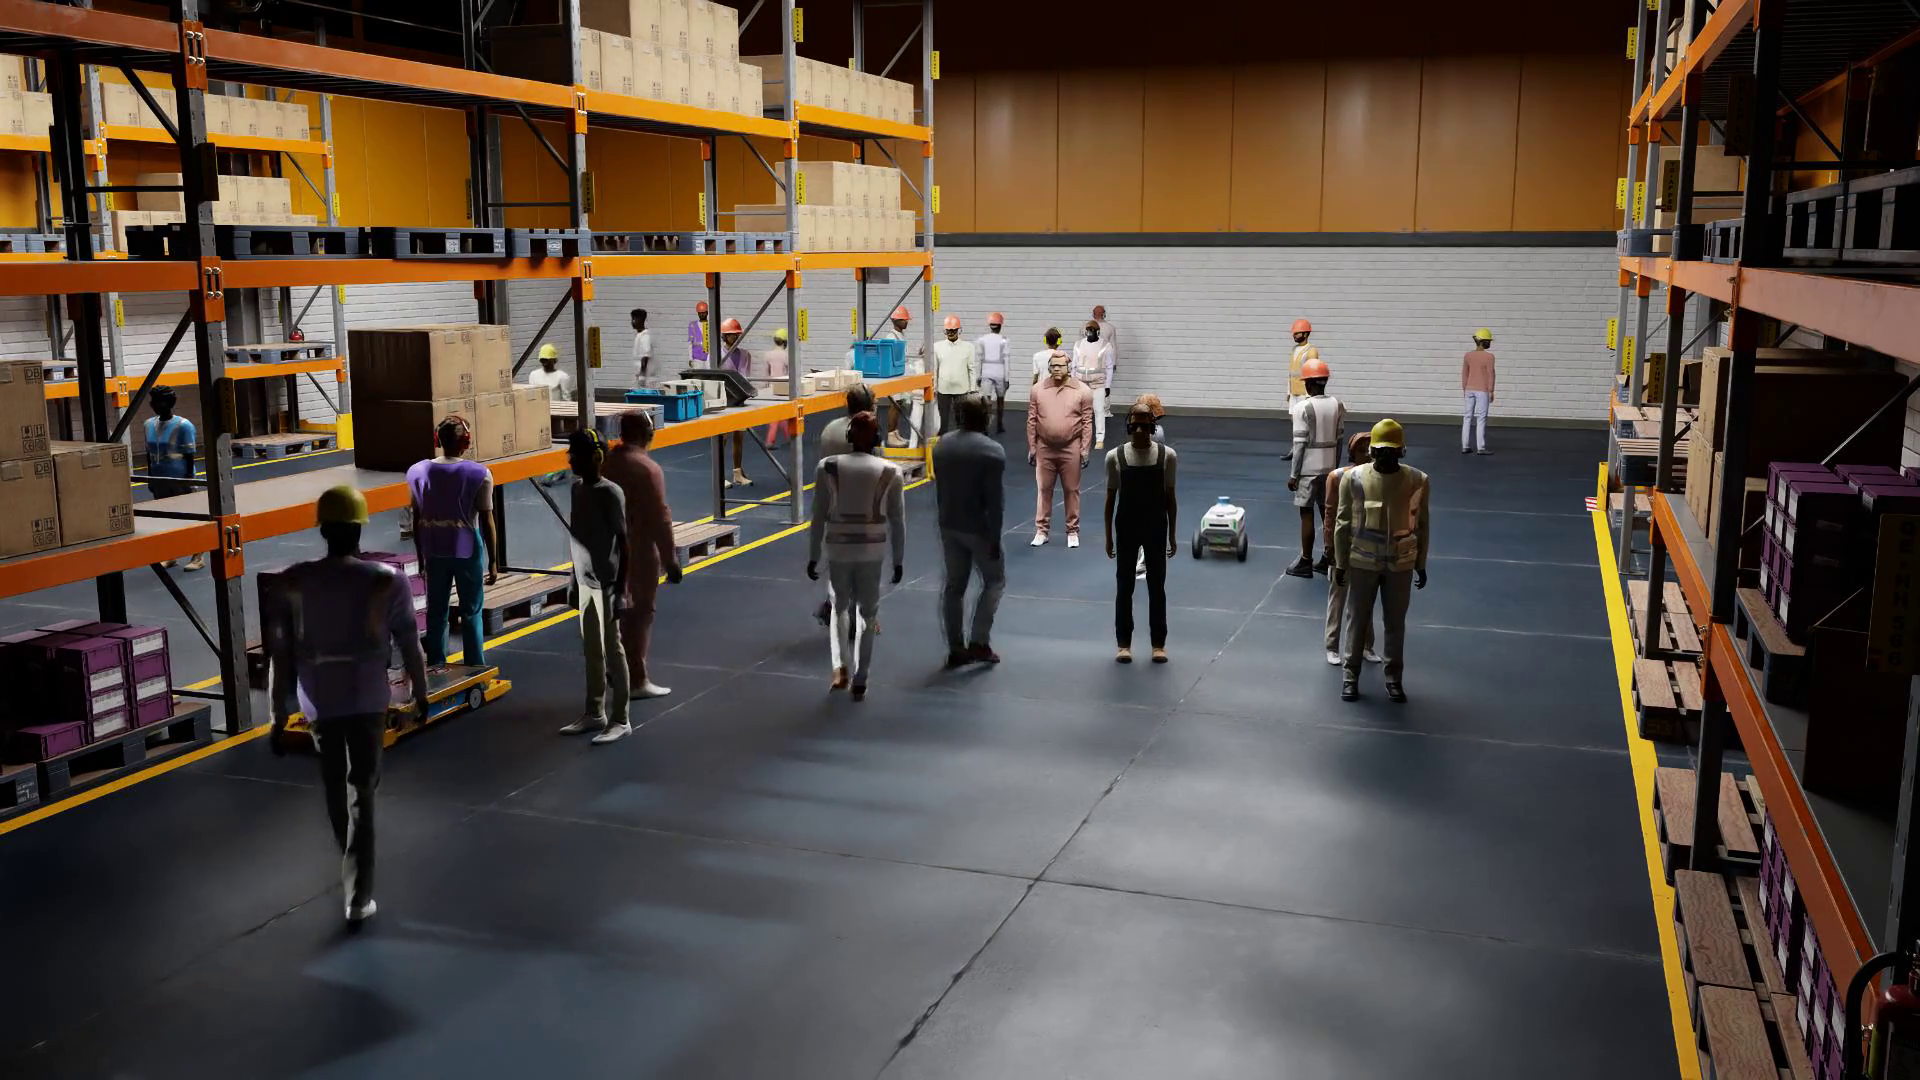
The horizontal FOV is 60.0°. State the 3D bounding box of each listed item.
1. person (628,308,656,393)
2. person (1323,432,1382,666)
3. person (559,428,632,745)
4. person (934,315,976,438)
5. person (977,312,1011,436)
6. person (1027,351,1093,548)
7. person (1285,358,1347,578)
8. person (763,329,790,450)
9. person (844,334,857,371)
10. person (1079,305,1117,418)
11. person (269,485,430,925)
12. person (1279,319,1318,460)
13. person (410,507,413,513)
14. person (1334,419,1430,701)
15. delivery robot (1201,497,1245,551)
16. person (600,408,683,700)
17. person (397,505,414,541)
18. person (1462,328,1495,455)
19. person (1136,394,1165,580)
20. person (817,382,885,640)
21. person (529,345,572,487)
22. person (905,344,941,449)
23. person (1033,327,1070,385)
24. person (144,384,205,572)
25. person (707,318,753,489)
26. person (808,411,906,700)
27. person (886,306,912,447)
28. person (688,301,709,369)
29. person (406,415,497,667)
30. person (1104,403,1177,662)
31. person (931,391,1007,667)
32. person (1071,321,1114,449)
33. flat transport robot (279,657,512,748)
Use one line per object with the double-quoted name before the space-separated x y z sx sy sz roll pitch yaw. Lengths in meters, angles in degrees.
"person" -4.951 -2.587 25.623 0.506 1.951 0.634 -4 11 -20
"person" 2.779 0.056 11.635 0.511 1.640 0.308 -2 10 -11
"person" -2.142 0.268 9.788 0.520 1.873 0.335 10 14 43
"person" -0.099 -2.008 22.258 0.625 1.992 0.387 0 10 1
"person" 0.505 -2.542 25.528 0.552 1.908 0.890 3 10 15
"person" 0.957 -0.876 16.135 0.641 1.908 0.407 2 10 12
"person" 3.120 -0.630 14.664 0.544 1.936 0.359 -6 11 -28
"person" -2.559 -2.175 23.977 0.543 1.716 0.926 5 11 28
"person" -1.427 -2.212 24.232 0.495 1.701 0.857 0 10 1
"person" 2.352 -3.021 28.208 0.654 1.906 0.406 3 11 18
"person" -2.712 0.696 7.402 0.615 1.864 1.008 -1 10 -8
"person" 4.578 -2.007 22.414 0.356 1.938 0.545 -4 11 -23
"person" -6.005 -1.257 18.217 0.369 1.927 0.588 -5 11 -26
"person" 2.704 0.133 10.659 0.601 1.830 0.403 1 10 6
"delivery robot" 2.479 -0.163 15.659 0.477 0.478 0.707 3 11 15
"person" -2.067 0.100 10.702 0.415 1.884 0.650 -8 13 -37
"person" -5.405 -0.953 16.478 0.629 1.940 0.372 0 10 1
"person" 7.253 -2.070 23.260 0.329 1.765 0.526 -7 12 -34
"person" 1.641 -0.469 14.607 0.280 1.633 0.500 -3 10 -14
"person" -0.757 -0.205 12.305 0.444 1.921 0.657 -9 14 -42
"person" -5.016 -1.527 20.342 0.538 1.718 0.925 3 10 16
"person" -0.474 -1.834 22.333 0.537 1.619 0.434 -3 11 -19
"person" 1.186 -1.809 21.492 0.534 1.868 0.309 3 10 15
"person" -7.075 -0.555 14.942 0.533 1.690 0.322 3 10 16
"person" -2.749 -1.650 20.092 0.611 2.048 0.364 -10 14 -43
"person" -0.663 0.100 10.764 0.628 1.861 0.444 0 10 1
"person" -0.882 -2.388 24.261 0.391 2.040 0.615 2 10 11
"person" -4.505 -3.218 29.229 0.543 1.940 0.361 -1 10 -4
"person" -3.261 0.120 10.723 0.561 1.836 0.378 1 10 4
"person" 1.266 -0.046 11.673 0.511 1.840 0.340 1 10 4
"person" 0.076 -0.065 11.521 0.643 1.921 0.441 8 13 37
"person" 1.884 -2.224 23.900 0.625 1.846 0.429 4 11 23
"flat transport robot" -3.448 0.985 10.253 0.652 0.197 1.431 3 11 18
